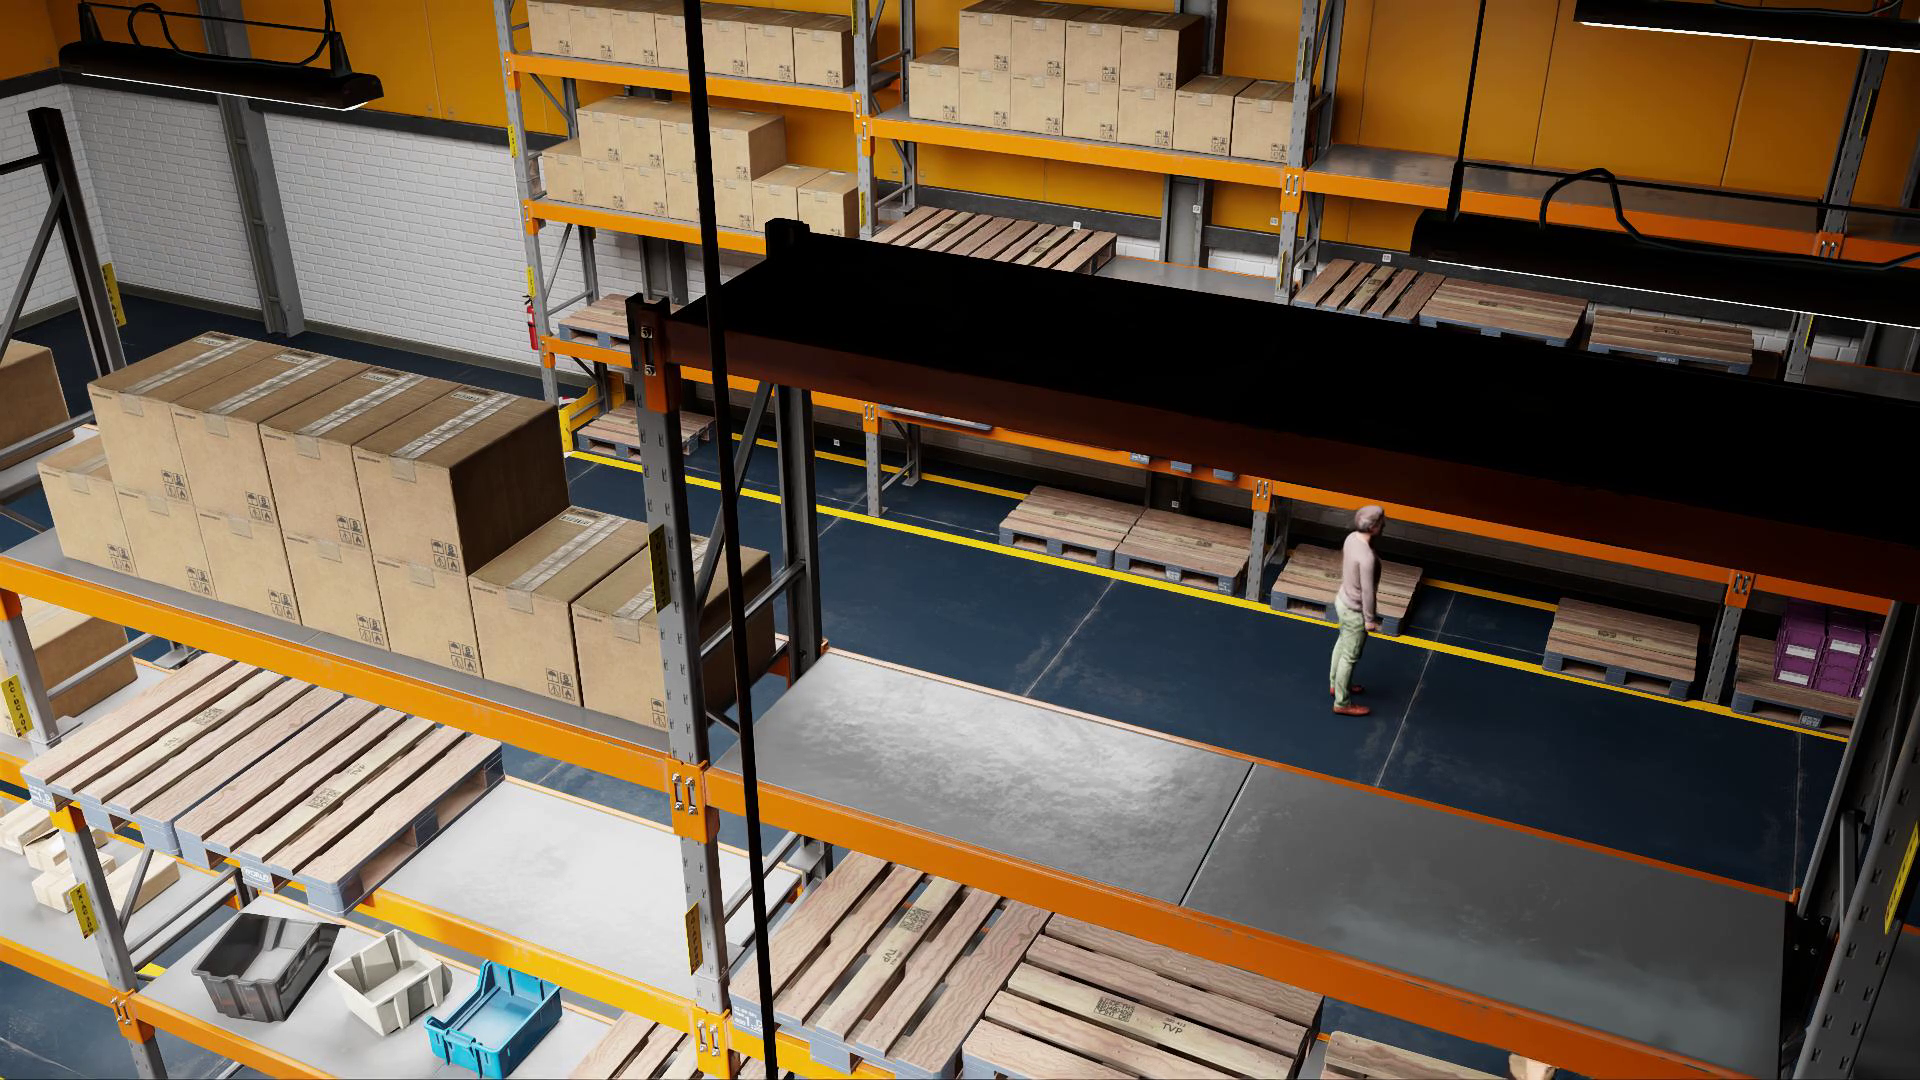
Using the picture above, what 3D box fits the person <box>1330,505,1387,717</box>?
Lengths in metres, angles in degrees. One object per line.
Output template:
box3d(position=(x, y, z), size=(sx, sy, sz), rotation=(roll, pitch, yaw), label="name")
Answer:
box3d(position=(3.224, 0.569, 13.617), size=(0.786, 1.870, 0.787), rotation=(-1, 29, -1), label="person")
